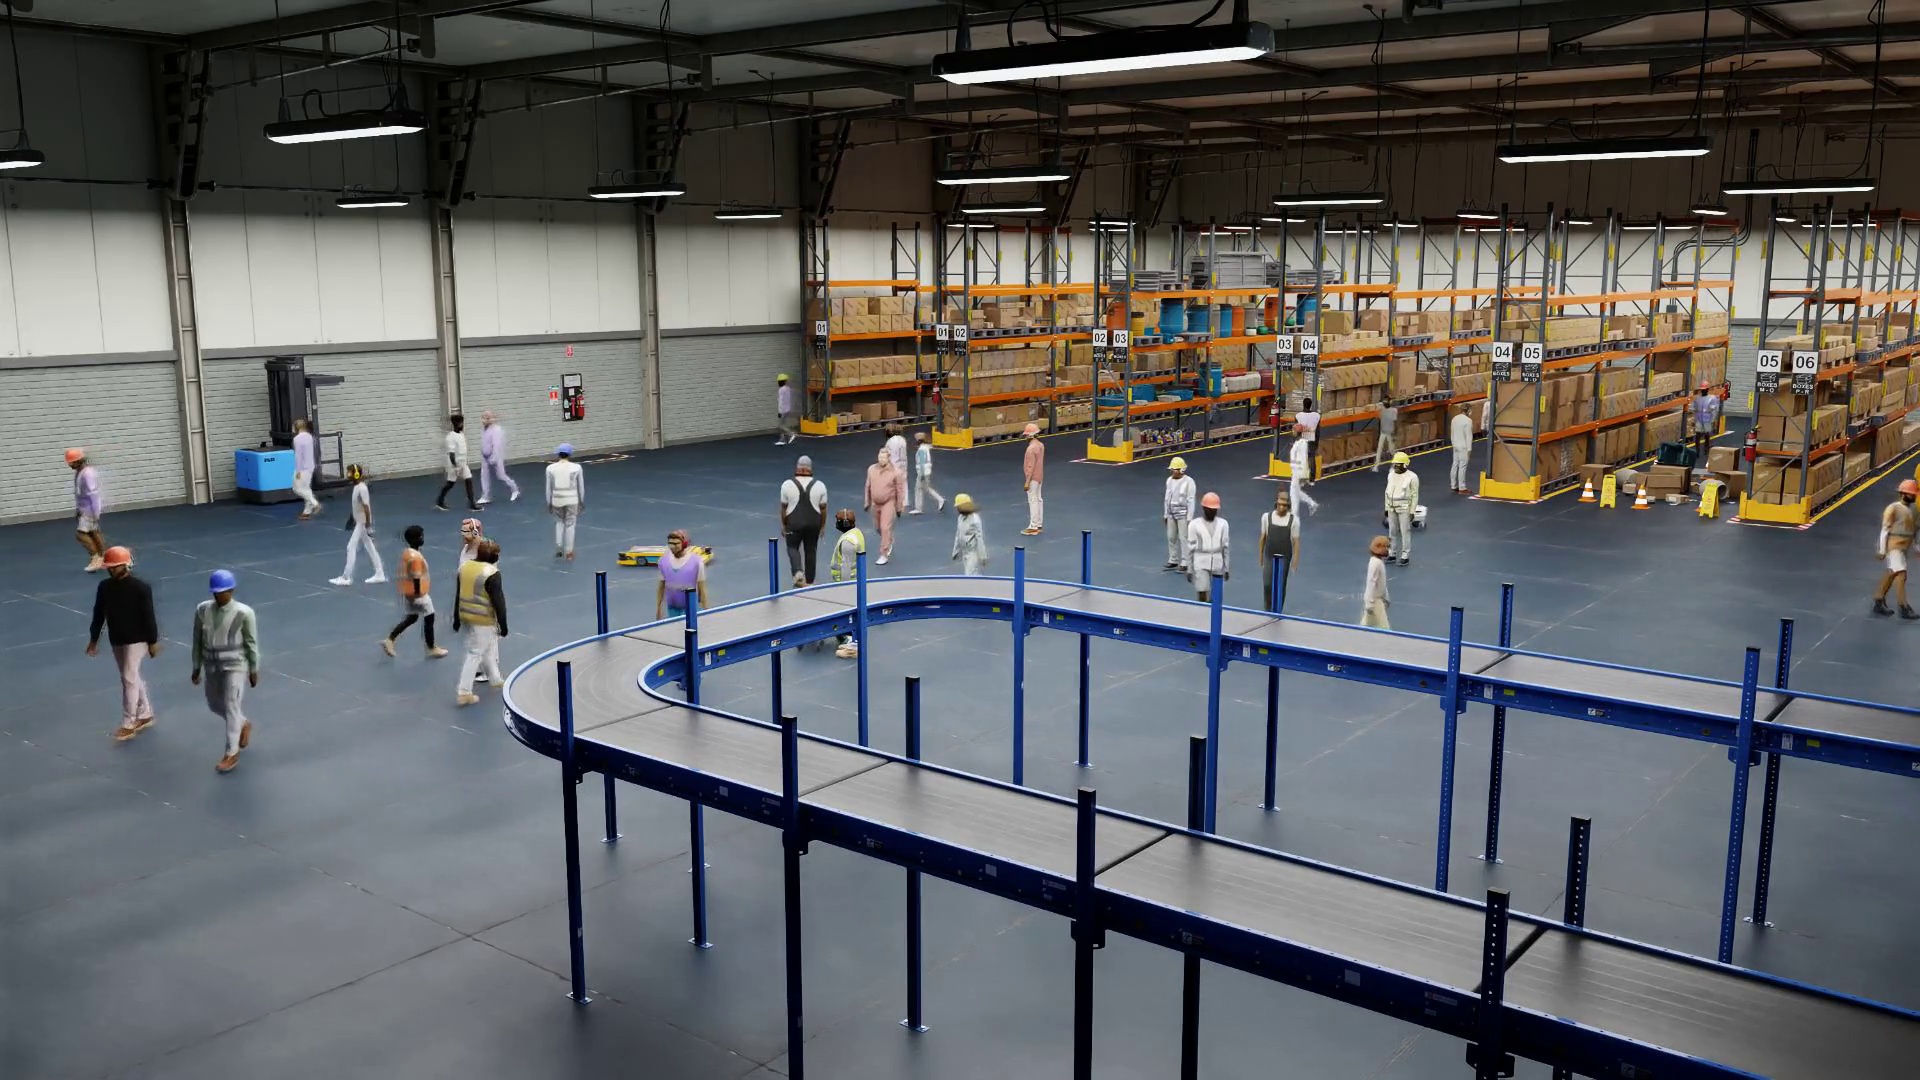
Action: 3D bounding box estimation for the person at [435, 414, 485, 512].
[{"bbox_3d":[-9.860,-1.506,30.564,0.991,1.924,0.611,2,10,12],"label":"person"}]

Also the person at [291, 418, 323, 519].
[{"bbox_3d":[-12.409,-1.340,29.605,0.473,1.920,0.642,0,10,-1],"label":"person"}]

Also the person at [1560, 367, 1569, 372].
[{"bbox_3d":[18.560,-4.617,48.192,1.008,1.870,0.615,9,13,41],"label":"person"}]

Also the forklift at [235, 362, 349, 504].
[{"bbox_3d":[-13.803,-2.244,32.110,1.129,2.768,1.873,8,13,37],"label":"forklift"}]

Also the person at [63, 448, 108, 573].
[{"bbox_3d":[-13.610,-0.458,24.413,0.580,1.996,0.758,-9,14,-42],"label":"person"}]

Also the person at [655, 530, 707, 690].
[{"bbox_3d":[-3.215,0.796,17.830,0.606,1.823,0.628,4,11,21],"label":"person"}]

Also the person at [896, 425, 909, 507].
[{"bbox_3d":[-1.214,-1.483,31.233,0.318,1.631,0.514,-6,12,-31],"label":"person"}]

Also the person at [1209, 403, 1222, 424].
[{"bbox_3d":[7.684,-4.395,47.273,0.487,1.751,0.537,-9,14,-42],"label":"person"}]

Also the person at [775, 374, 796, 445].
[{"bbox_3d":[-4.663,-3.455,41.508,0.545,1.912,0.613,2,10,9],"label":"person"}]

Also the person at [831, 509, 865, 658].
[{"bbox_3d":[-1.386,0.522,19.385,0.431,1.836,0.619,1,10,7],"label":"person"}]

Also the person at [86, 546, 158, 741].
[{"bbox_3d":[-8.636,1.056,16.001,0.623,1.966,0.821,3,11,17],"label":"person"}]

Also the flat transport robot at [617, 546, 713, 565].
[{"bbox_3d":[-4.793,0.245,25.443,1.431,0.197,0.652,0,10,1],"label":"flat transport robot"}]

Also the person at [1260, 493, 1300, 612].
[{"bbox_3d":[4.241,0.275,20.802,0.526,1.808,0.788,2,10,14],"label":"person"}]

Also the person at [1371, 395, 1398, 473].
[{"bbox_3d":[9.874,-2.459,36.194,0.575,1.821,0.985,9,14,42],"label":"person"}]

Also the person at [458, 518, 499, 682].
[{"bbox_3d":[-5.633,0.689,18.223,0.401,1.907,0.646,-8,13,-39],"label":"person"}]

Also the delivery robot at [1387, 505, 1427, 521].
[{"bbox_3d":[8.152,-0.505,28.600,0.707,0.478,0.477,-2,10,-13],"label":"delivery robot"}]

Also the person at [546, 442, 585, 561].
[{"bbox_3d":[-6.455,-0.641,25.659,0.594,1.920,0.536,1,10,3],"label":"person"}]

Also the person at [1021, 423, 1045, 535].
[{"bbox_3d":[1.312,-1.098,28.031,0.376,1.996,0.608,4,11,22],"label":"person"}]

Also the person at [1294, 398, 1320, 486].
[{"bbox_3d":[7.557,-2.137,34.093,0.591,1.918,0.383,-2,10,-11],"label":"person"}]

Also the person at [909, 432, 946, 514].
[{"bbox_3d":[-0.638,-1.291,30.208,0.653,1.614,0.530,2,10,9],"label":"person"}]

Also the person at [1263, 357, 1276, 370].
[{"bbox_3d":[10.614,-5.479,53.774,0.523,1.609,0.423,-3,11,-18],"label":"person"}]

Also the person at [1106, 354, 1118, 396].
[{"bbox_3d":[5.034,-5.245,51.828,0.600,1.831,0.404,8,13,36],"label":"person"}]

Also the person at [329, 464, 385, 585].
[{"bbox_3d":[-9.170,-0.233,23.622,0.900,1.834,0.520,-4,11,-22],"label":"person"}]

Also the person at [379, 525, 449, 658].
[{"bbox_3d":[-6.718,0.642,19.140,0.739,1.669,0.534,-6,12,-32],"label":"person"}]

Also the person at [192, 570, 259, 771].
[{"bbox_3d":[-7.119,1.212,15.229,0.626,1.923,0.830,2,10,10],"label":"person"}]

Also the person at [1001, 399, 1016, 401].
[{"bbox_3d":[1.406,-4.350,46.342,0.618,1.990,0.394,2,10,8],"label":"person"}]

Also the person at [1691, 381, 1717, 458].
[{"bbox_3d":[18.517,-3.005,38.964,0.580,1.922,0.437,8,13,38],"label":"person"}]

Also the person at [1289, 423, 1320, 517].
[{"bbox_3d":[6.414,-1.267,29.365,0.632,1.866,0.581,0,10,1],"label":"person"}]

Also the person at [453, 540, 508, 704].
[{"bbox_3d":[-5.299,0.891,17.397,0.650,1.792,0.900,9,13,40],"label":"person"}]

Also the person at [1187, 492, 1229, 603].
[{"bbox_3d":[3.205,0.324,20.222,0.562,1.933,0.551,-2,10,-10],"label":"person"}]

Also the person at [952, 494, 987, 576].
[{"bbox_3d":[0.104,0.213,21.496,0.756,1.687,0.550,-6,12,-31],"label":"person"}]

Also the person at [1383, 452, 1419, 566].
[{"bbox_3d":[7.071,-0.509,25.172,0.403,1.830,0.600,-7,12,-35],"label":"person"}]

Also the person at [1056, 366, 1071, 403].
[{"bbox_3d":[3.186,-4.548,48.384,0.552,1.650,0.842,4,11,23],"label":"person"}]

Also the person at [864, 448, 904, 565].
[{"bbox_3d":[-1.208,-0.586,25.489,0.645,1.878,0.809,5,11,27],"label":"person"}]

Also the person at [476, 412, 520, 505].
[{"bbox_3d":[-9.402,-1.682,31.697,0.650,1.875,0.893,9,14,42],"label":"person"}]

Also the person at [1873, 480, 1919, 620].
[{"bbox_3d":[12.952,0.127,21.377,0.557,1.896,0.893,-5,11,-24],"label":"person"}]

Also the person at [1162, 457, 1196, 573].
[{"bbox_3d":[3.436,-0.403,24.586,0.403,1.829,0.600,-8,13,-37],"label":"person"}]

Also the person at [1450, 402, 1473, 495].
[{"bbox_3d":[10.555,-1.930,32.888,0.371,1.935,0.627,-3,11,-17],"label":"person"}]

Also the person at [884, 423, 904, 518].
[{"bbox_3d":[-1.295,-1.305,29.660,0.446,1.830,0.654,0,10,1],"label":"person"}]

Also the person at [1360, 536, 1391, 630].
[{"bbox_3d":[5.097,0.744,18.748,0.801,1.593,0.526,3,11,18],"label":"person"}]

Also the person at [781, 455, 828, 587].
[{"bbox_3d":[-2.314,-0.245,23.222,0.697,2.000,0.540,-2,10,-12],"label":"person"}]

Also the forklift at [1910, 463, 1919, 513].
[{"bbox_3d":[19.034,-1.348,28.998,2.313,2.155,1.214,8,13,37],"label":"forklift"}]

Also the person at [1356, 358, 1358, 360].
[{"bbox_3d":[13.091,-5.164,51.706,0.888,1.716,0.577,-4,11,-24],"label":"person"}]

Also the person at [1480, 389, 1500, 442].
[{"bbox_3d":[12.647,-2.644,37.124,0.580,1.862,0.662,8,13,37],"label":"person"}]
